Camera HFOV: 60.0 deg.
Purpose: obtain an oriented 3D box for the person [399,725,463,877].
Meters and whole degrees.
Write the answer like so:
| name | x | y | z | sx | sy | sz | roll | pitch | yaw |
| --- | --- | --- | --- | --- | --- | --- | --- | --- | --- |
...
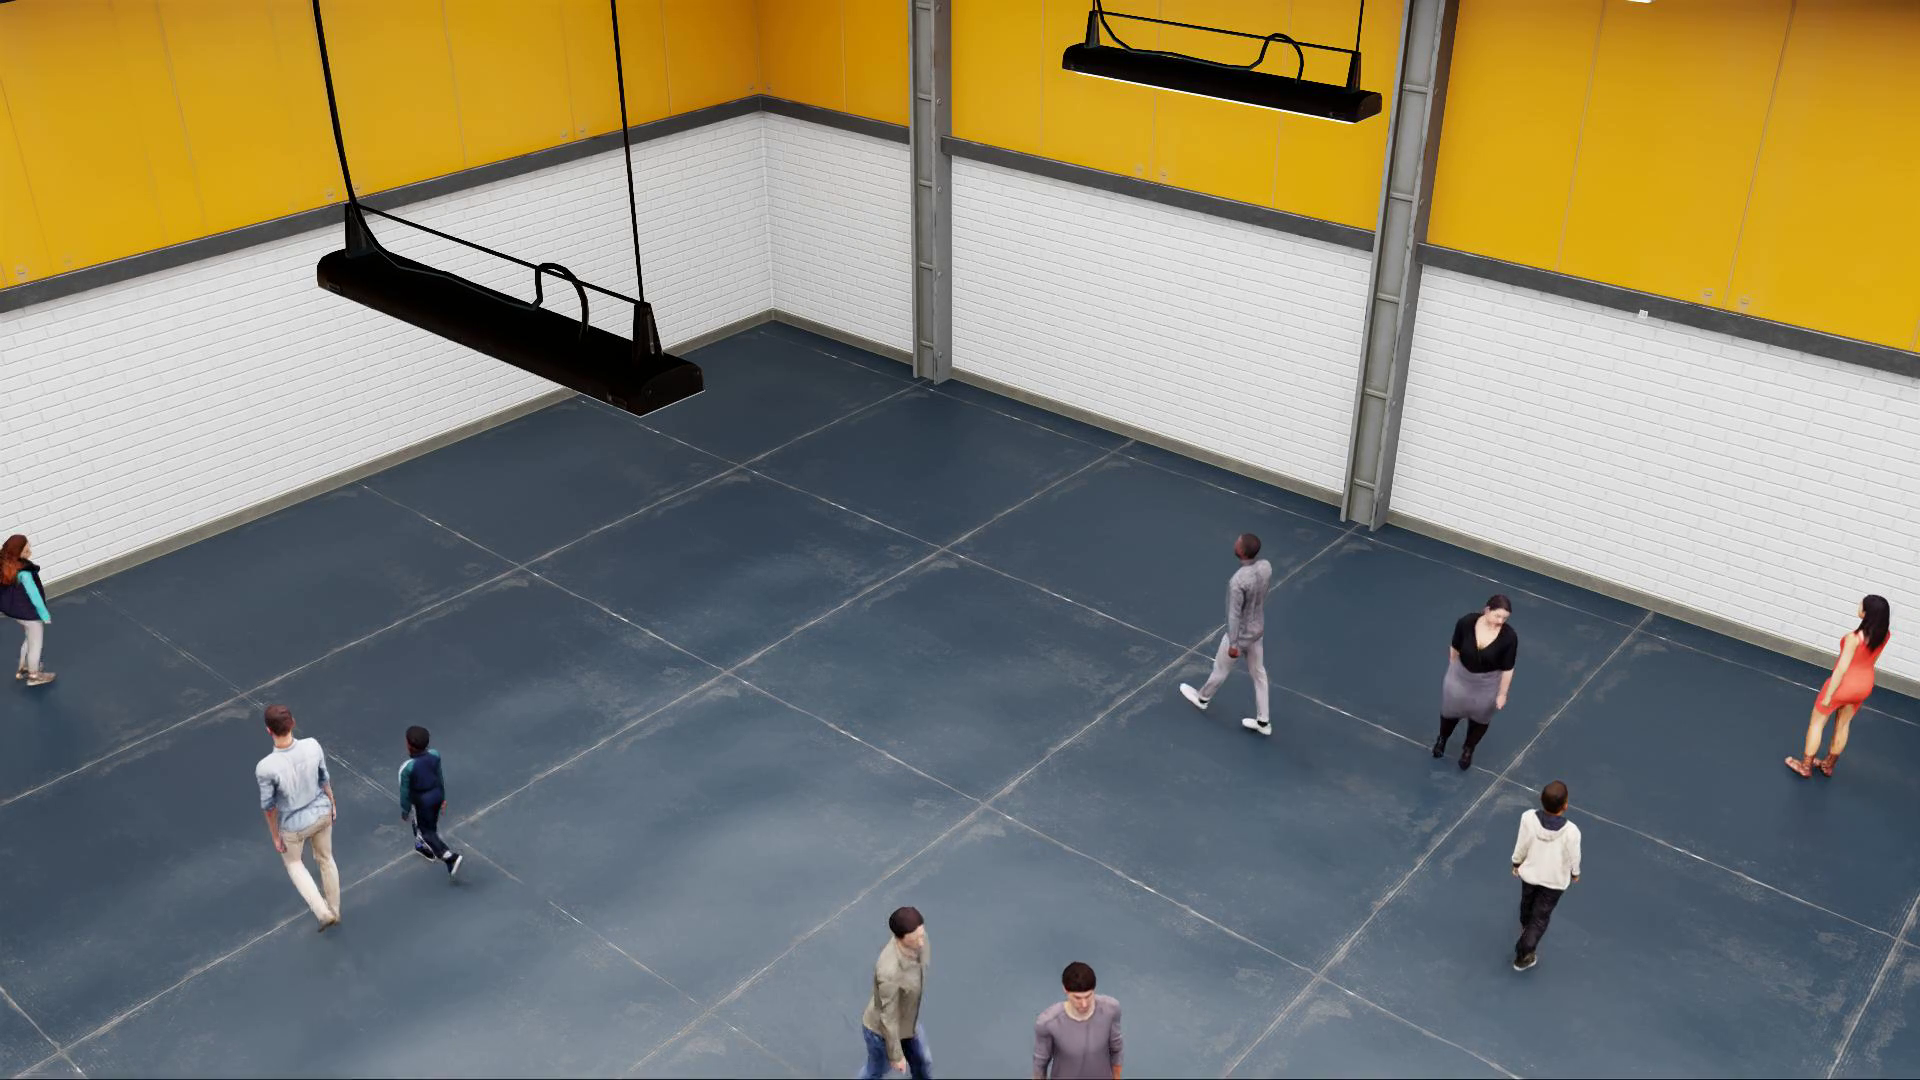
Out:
| name | x | y | z | sx | sy | sz | roll | pitch | yaw |
| --- | --- | --- | --- | --- | --- | --- | --- | --- | --- |
| person | -3.928 | 1.939 | 12.294 | 0.839 | 1.242 | 0.580 | 17 | 33 | 28 |

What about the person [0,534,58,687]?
| name | x | y | z | sx | sy | sz | roll | pitch | yaw |
| --- | --- | --- | --- | --- | --- | --- | --- | --- | --- |
| person | -8.181 | 0.625 | 14.472 | 0.547 | 1.464 | 0.691 | 15 | 32 | 26 |

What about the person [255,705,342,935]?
| name | x | y | z | sx | sy | sz | roll | pitch | yaw |
| --- | --- | --- | --- | --- | --- | --- | --- | --- | --- |
| person | -4.531 | 1.996 | 11.576 | 0.717 | 1.830 | 0.819 | -23 | 36 | -35 |

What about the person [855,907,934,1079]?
| name | x | y | z | sx | sy | sz | roll | pitch | yaw |
| --- | --- | --- | --- | --- | --- | --- | --- | --- | --- |
| person | -0.468 | 2.851 | 10.015 | 1.054 | 1.825 | 0.812 | 12 | 31 | 22 |

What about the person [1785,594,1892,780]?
| name | x | y | z | sx | sy | sz | roll | pitch | yaw |
| --- | --- | --- | --- | --- | --- | --- | --- | --- | --- |
| person | 7.076 | 1.193 | 13.168 | 0.723 | 1.714 | 0.763 | -9 | 30 | -15 |

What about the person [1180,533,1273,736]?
| name | x | y | z | sx | sy | sz | roll | pitch | yaw |
| --- | --- | --- | --- | --- | --- | --- | --- | --- | --- |
| person | 2.432 | 0.820 | 13.765 | 1.131 | 1.797 | 0.769 | 25 | 37 | 38 |

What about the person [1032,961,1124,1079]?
| name | x | y | z | sx | sy | sz | roll | pitch | yaw |
| --- | --- | --- | --- | --- | --- | --- | --- | --- | --- |
| person | 0.670 | 3.097 | 9.553 | 0.947 | 1.834 | 1.036 | -8 | 30 | -14 |

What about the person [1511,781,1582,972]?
| name | x | y | z | sx | sy | sz | roll | pitch | yaw |
| --- | --- | --- | --- | --- | --- | --- | --- | --- | --- |
| person | 3.987 | 2.319 | 11.396 | 0.695 | 1.434 | 0.816 | -25 | 37 | -38 |

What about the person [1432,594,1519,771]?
| name | x | y | z | sx | sy | sz | roll | pitch | yaw |
| --- | --- | --- | --- | --- | --- | --- | --- | --- | --- |
| person | 4.118 | 1.114 | 13.309 | 0.703 | 1.719 | 0.813 | 23 | 36 | 35 |
